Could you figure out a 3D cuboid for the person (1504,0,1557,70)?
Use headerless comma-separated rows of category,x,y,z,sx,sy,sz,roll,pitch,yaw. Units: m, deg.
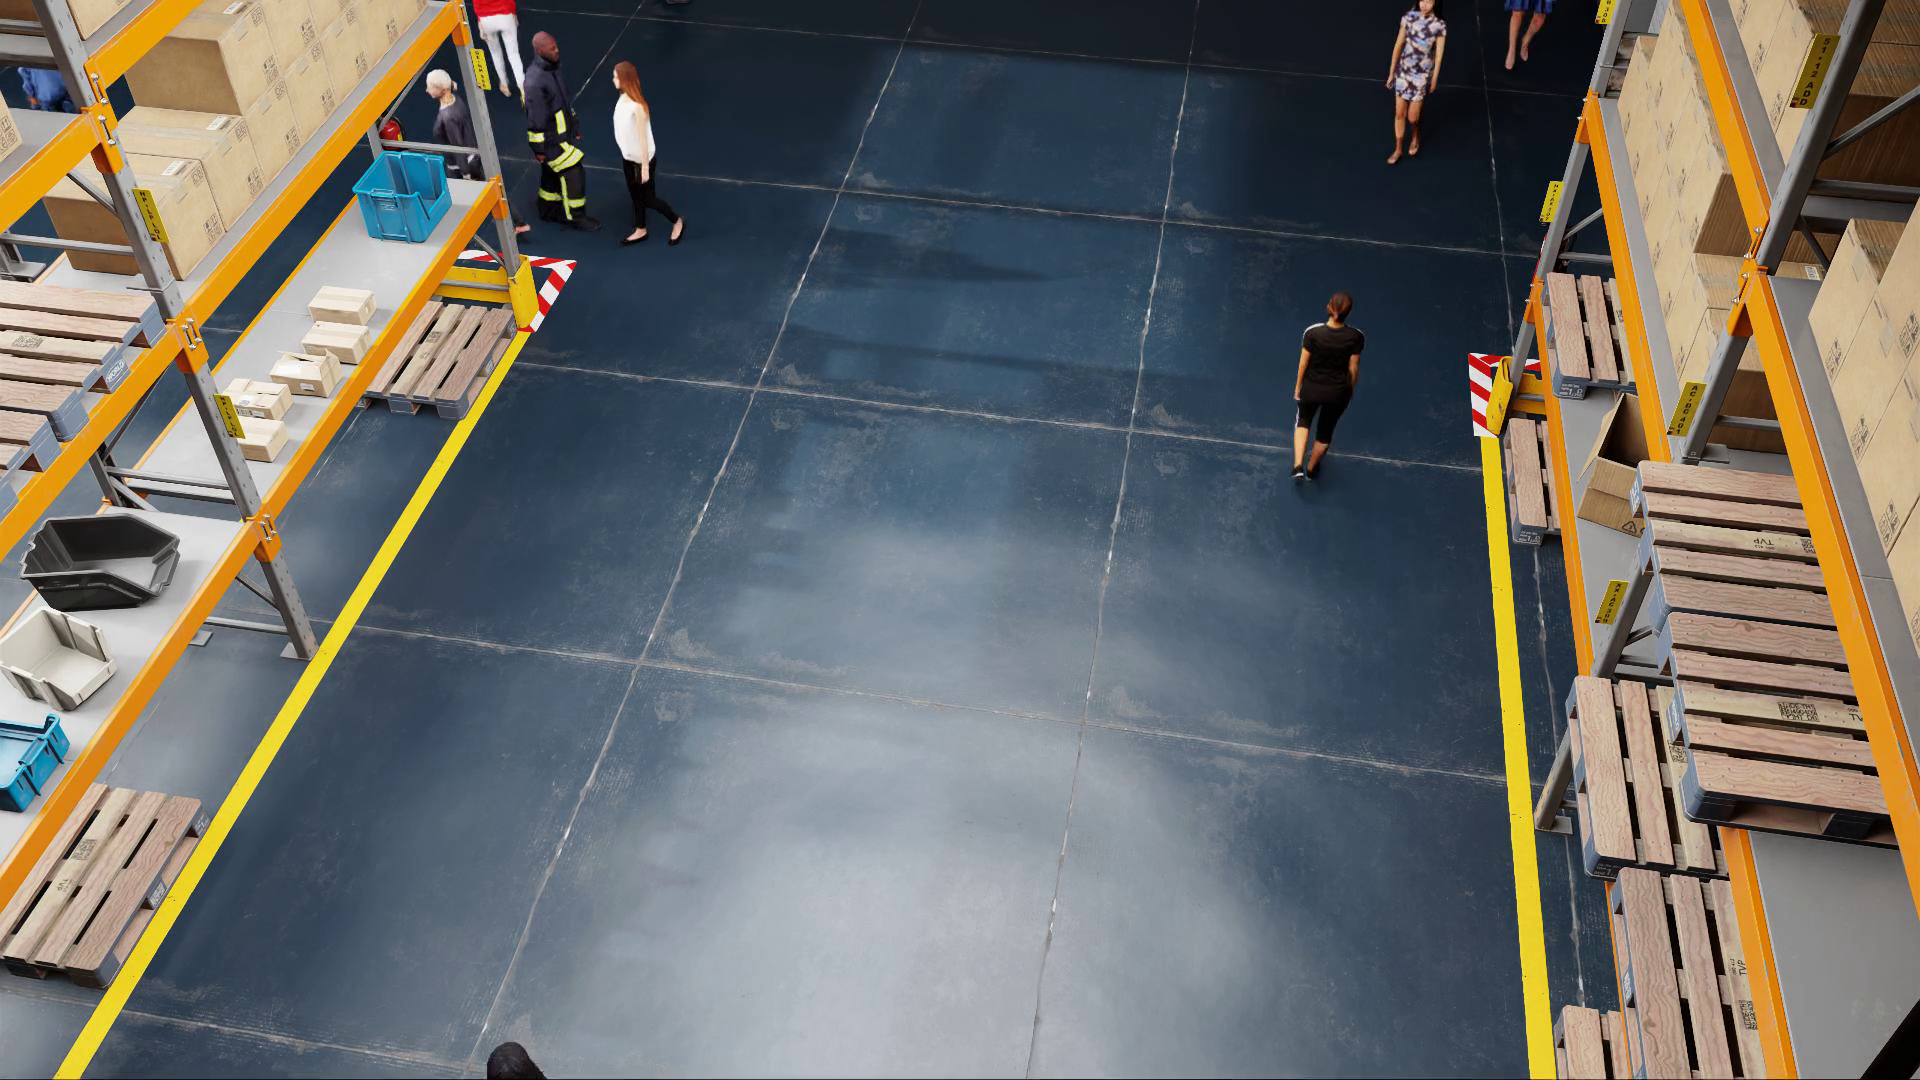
person,5.719,-5.568,16.575,0.658,1.790,0.666,9,44,9

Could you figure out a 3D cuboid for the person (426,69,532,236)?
person,-4.154,-3.238,14.210,0.837,1.678,1.129,0,44,0

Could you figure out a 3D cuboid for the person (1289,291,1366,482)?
person,2.612,-1.040,11.918,0.613,1.658,0.730,10,45,11

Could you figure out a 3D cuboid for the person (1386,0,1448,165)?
person,4.208,-4.301,15.290,0.713,1.727,0.771,25,49,24

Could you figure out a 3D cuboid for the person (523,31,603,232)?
person,-3.637,-3.553,14.453,0.824,1.798,0.797,6,44,6

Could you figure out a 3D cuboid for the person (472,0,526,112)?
person,-4.415,-4.919,15.981,0.920,1.669,1.095,-17,46,-17

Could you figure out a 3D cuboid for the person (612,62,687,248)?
person,-2.703,-3.290,14.224,0.915,1.735,0.862,-23,48,-23

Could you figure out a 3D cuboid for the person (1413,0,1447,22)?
person,5.024,-6.251,17.362,0.725,1.693,0.595,-9,44,-9
